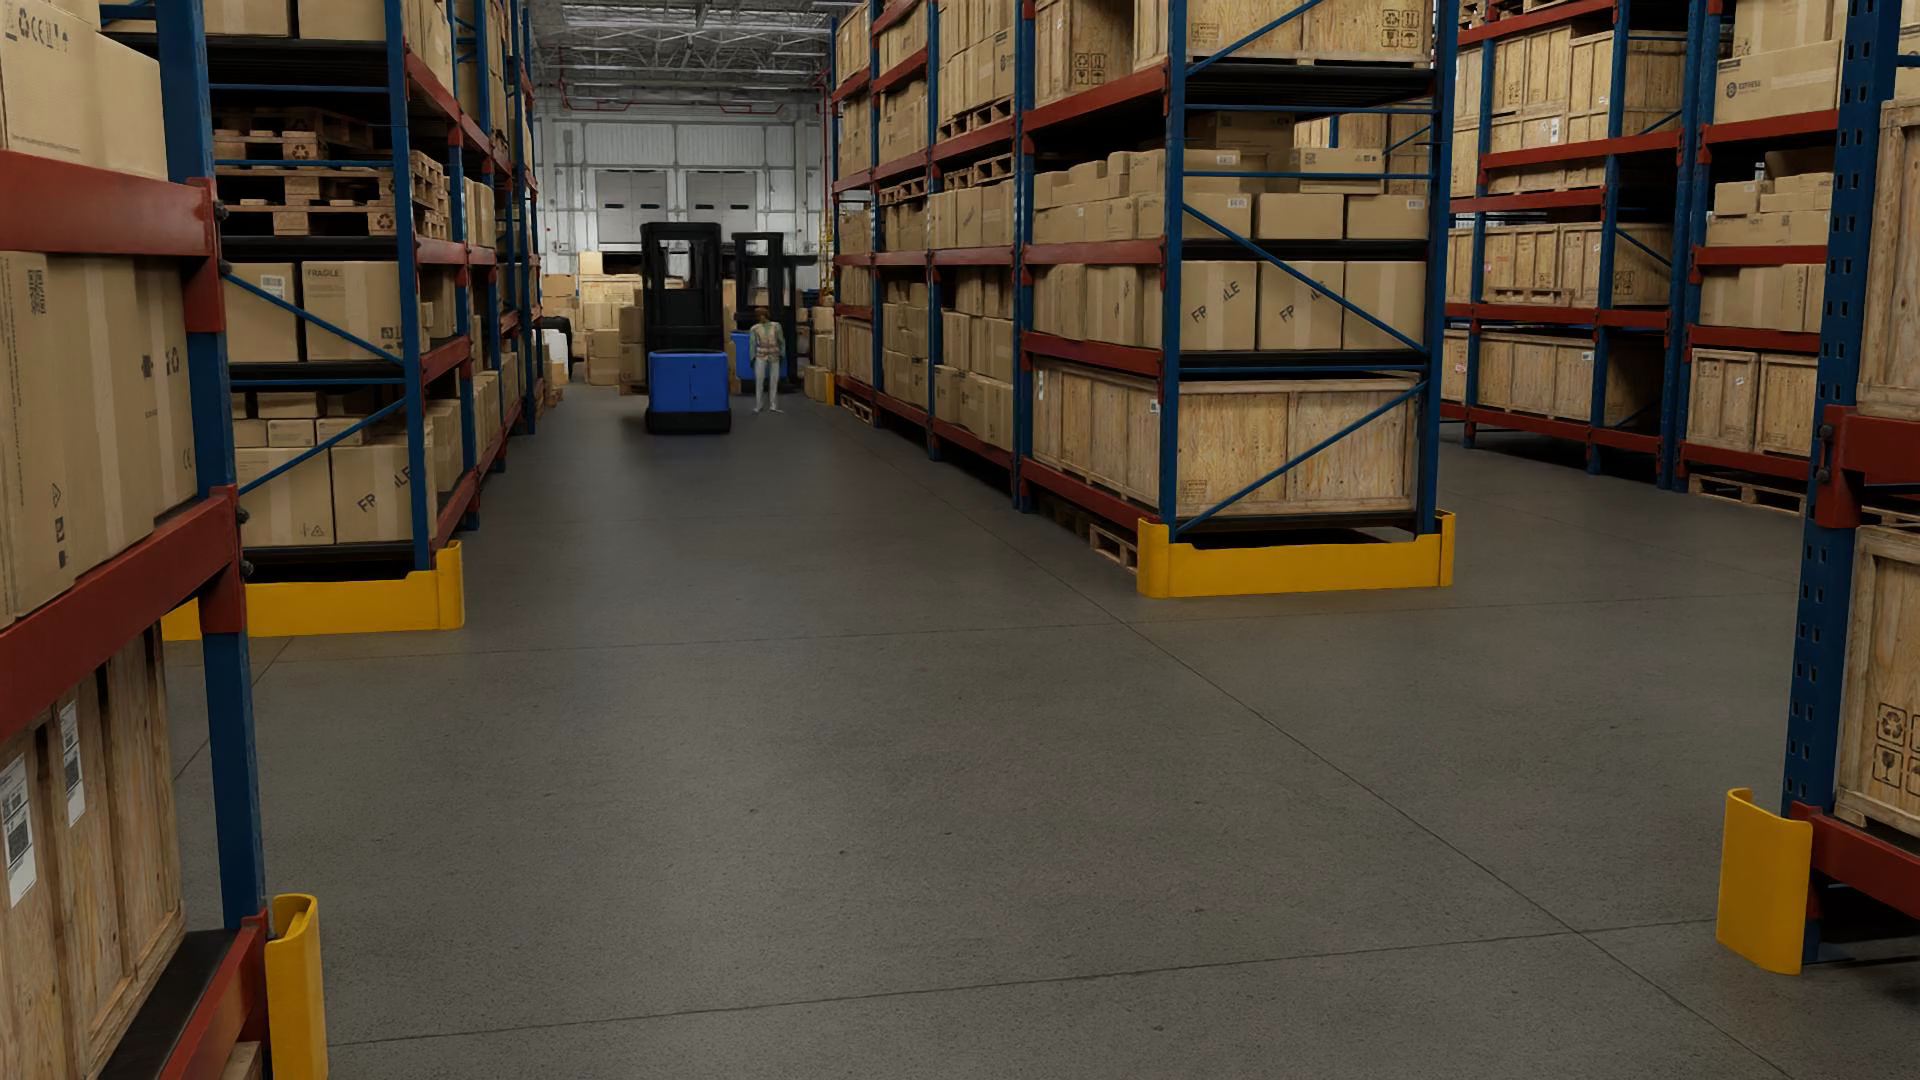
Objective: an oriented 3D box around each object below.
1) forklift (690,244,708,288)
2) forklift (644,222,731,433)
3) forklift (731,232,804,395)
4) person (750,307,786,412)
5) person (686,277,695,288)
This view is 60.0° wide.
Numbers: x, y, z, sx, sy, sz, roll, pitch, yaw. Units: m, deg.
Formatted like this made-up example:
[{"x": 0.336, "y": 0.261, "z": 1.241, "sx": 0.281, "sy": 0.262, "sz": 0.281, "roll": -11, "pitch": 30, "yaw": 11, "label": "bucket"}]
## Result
[{"x": -6.844, "y": -6.465, "z": 44.229, "sx": 1.873, "sy": 2.768, "sz": 1.129, "roll": 0, "pitch": 9, "yaw": 3, "label": "forklift"}, {"x": -3.743, "y": -2.923, "z": 22.638, "sx": 1.129, "sy": 2.768, "sz": 1.873, "roll": -2, "pitch": 10, "yaw": -12, "label": "forklift"}, {"x": -3.530, "y": -3.992, "z": 29.156, "sx": 1.129, "sy": 2.768, "sz": 1.873, "roll": 6, "pitch": 11, "yaw": 32, "label": "forklift"}, {"x": -2.940, "y": -2.750, "z": 25.460, "sx": 0.569, "sy": 1.622, "sz": 0.349, "roll": -1, "pitch": 9, "yaw": -7, "label": "person"}, {"x": -8.132, "y": -7.019, "z": 50.480, "sx": 0.376, "sy": 1.937, "sz": 0.629, "roll": -8, "pitch": 12, "yaw": -39, "label": "person"}]
